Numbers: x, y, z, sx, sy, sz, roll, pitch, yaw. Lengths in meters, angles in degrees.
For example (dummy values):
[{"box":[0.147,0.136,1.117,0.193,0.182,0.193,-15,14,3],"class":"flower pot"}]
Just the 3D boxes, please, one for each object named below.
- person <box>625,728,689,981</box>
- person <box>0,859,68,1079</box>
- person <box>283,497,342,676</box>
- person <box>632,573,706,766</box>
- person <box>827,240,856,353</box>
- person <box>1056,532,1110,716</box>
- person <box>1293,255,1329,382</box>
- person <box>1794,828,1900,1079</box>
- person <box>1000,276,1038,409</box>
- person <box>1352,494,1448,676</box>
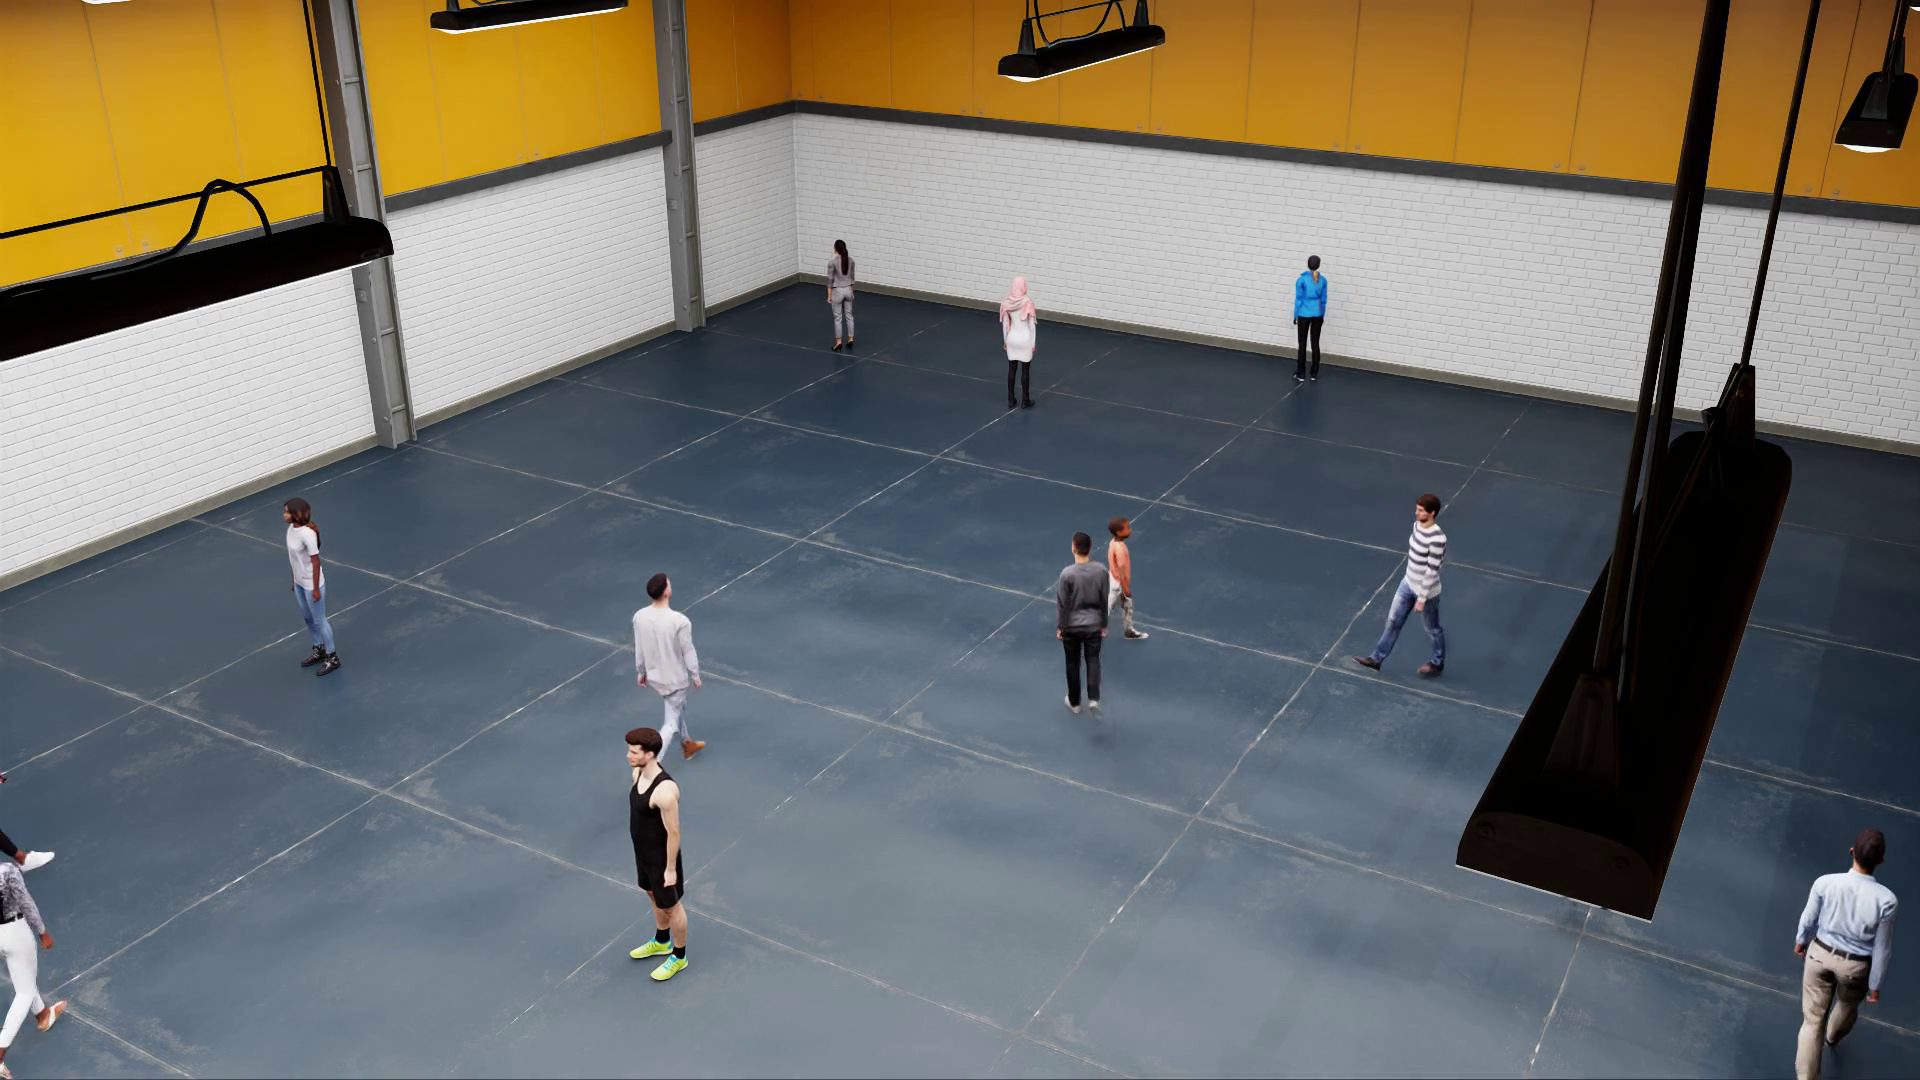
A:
[{"box":[-2.059,2.105,11.306,0.730,1.891,0.757,-16,28,-32],"class":"person"},{"box":[-6.038,2.578,10.469,0.853,1.694,1.182,4,24,8],"class":"person"},{"box":[-6.027,0.412,15.392,0.629,1.719,0.584,20,31,38],"class":"person"},{"box":[-2.415,1.155,13.579,0.727,1.810,1.158,11,26,24],"class":"person"},{"box":[-1.756,-3.634,24.699,0.668,1.679,0.772,-16,28,-32],"class":"person"},{"box":[1.090,0.775,14.518,0.888,1.754,0.957,-5,24,-11],"class":"person"},{"box":[4.920,-3.125,23.389,0.691,1.795,0.702,-1,24,-3],"class":"person"},{"box":[5.358,2.649,10.172,0.679,1.803,1.114,14,27,29],"class":"person"},{"box":[0.799,-2.655,22.304,0.655,1.804,0.628,9,25,21],"class":"person"},{"box":[4.313,0.439,15.220,1.207,1.809,1.142,-6,24,-14],"class":"person"}]
